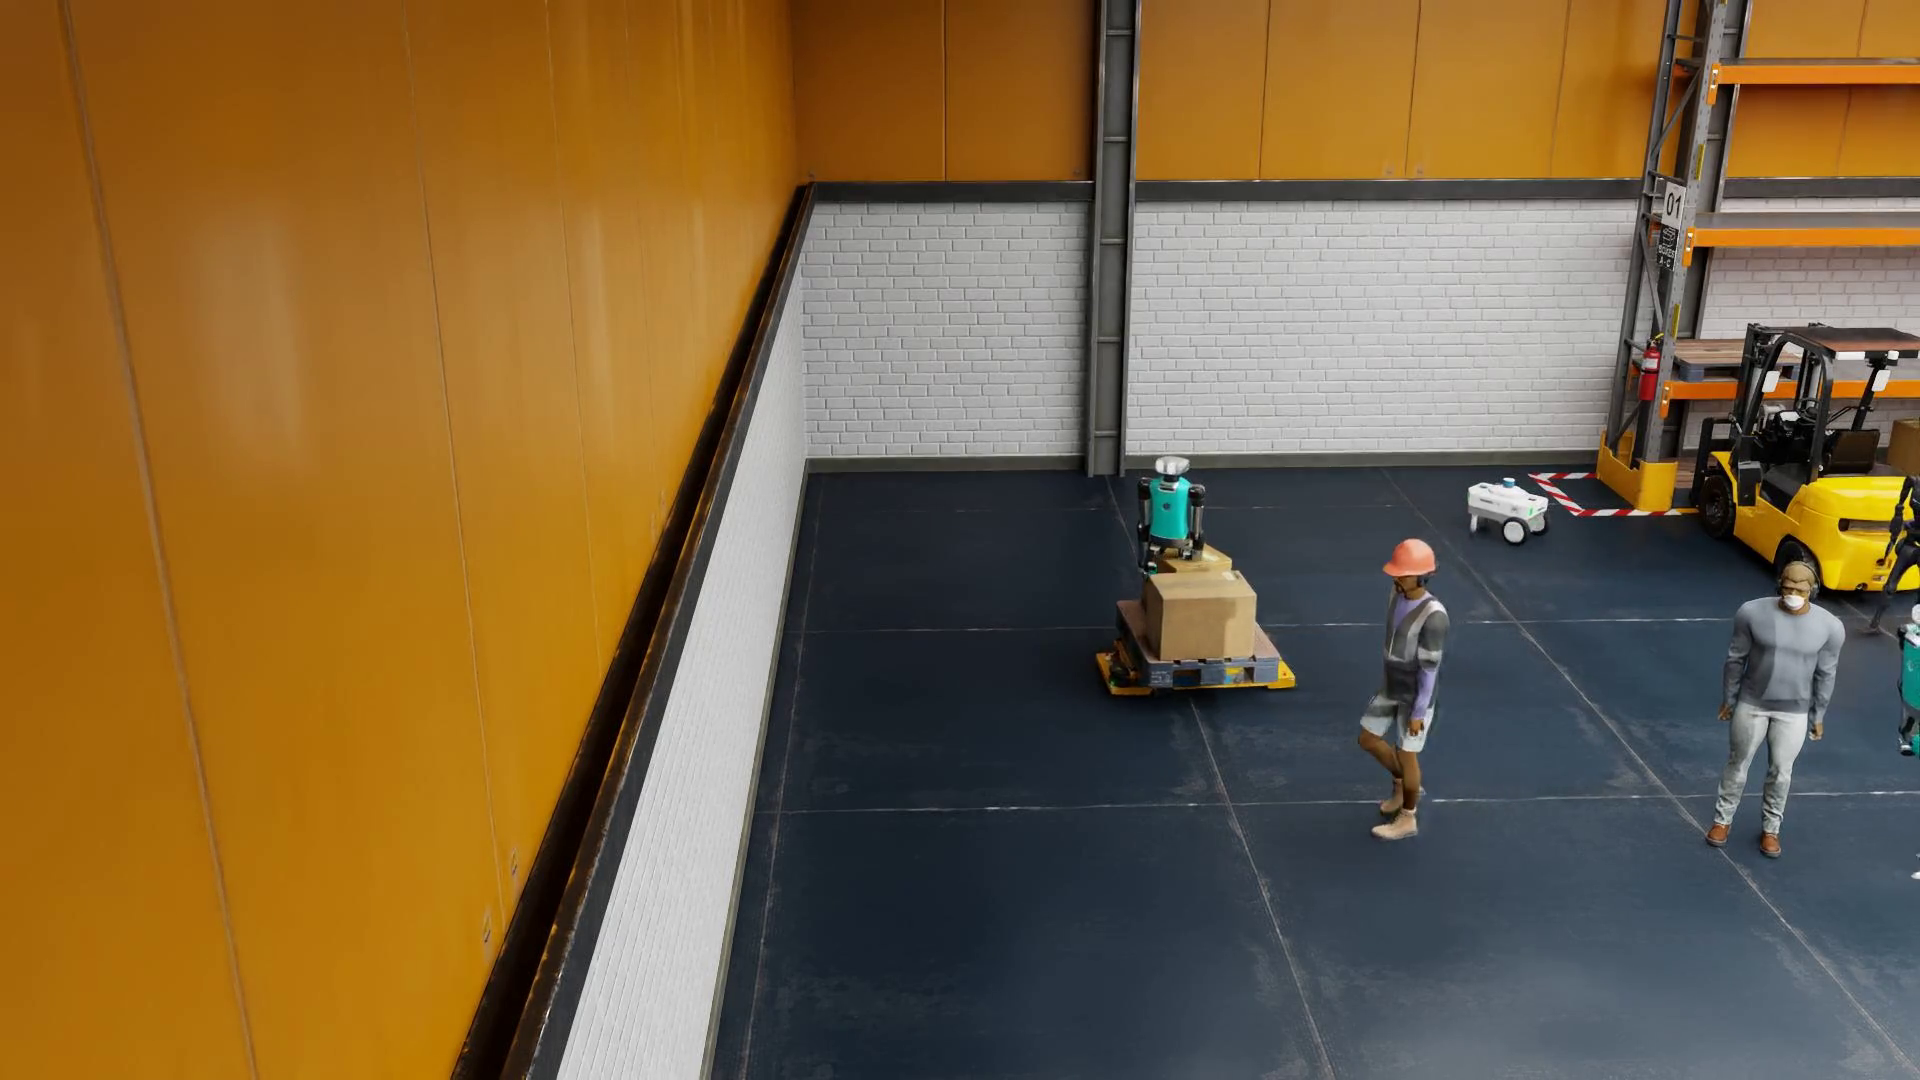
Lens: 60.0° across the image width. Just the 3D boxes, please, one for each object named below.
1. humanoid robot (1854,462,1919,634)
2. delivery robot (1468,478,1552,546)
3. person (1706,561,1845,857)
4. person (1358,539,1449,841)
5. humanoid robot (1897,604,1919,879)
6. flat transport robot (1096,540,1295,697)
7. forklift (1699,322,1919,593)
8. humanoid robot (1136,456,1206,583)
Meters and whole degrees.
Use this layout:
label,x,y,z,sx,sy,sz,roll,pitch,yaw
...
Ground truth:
label,x,y,z,sx,sy,sz,roll,pitch,yaw
humanoid robot,7.714,0.056,13.393,0.626,1.637,0.591,-8,22,-19
delivery robot,5.257,-0.281,15.924,0.512,0.612,0.783,-18,27,-40
person,5.052,1.037,10.332,0.627,1.940,0.372,10,23,25
person,2.774,0.953,10.445,0.430,2.029,0.613,-6,21,-17
humanoid robot,6.045,1.235,10.093,0.832,1.761,0.545,0,20,1
flat transport robot,1.820,0.969,12.925,1.431,0.231,0.659,-2,20,-6
forklift,7.809,-0.792,14.926,1.214,2.155,2.313,-1,20,-2
humanoid robot,1.700,0.175,13.062,0.530,1.853,0.718,9,22,22
